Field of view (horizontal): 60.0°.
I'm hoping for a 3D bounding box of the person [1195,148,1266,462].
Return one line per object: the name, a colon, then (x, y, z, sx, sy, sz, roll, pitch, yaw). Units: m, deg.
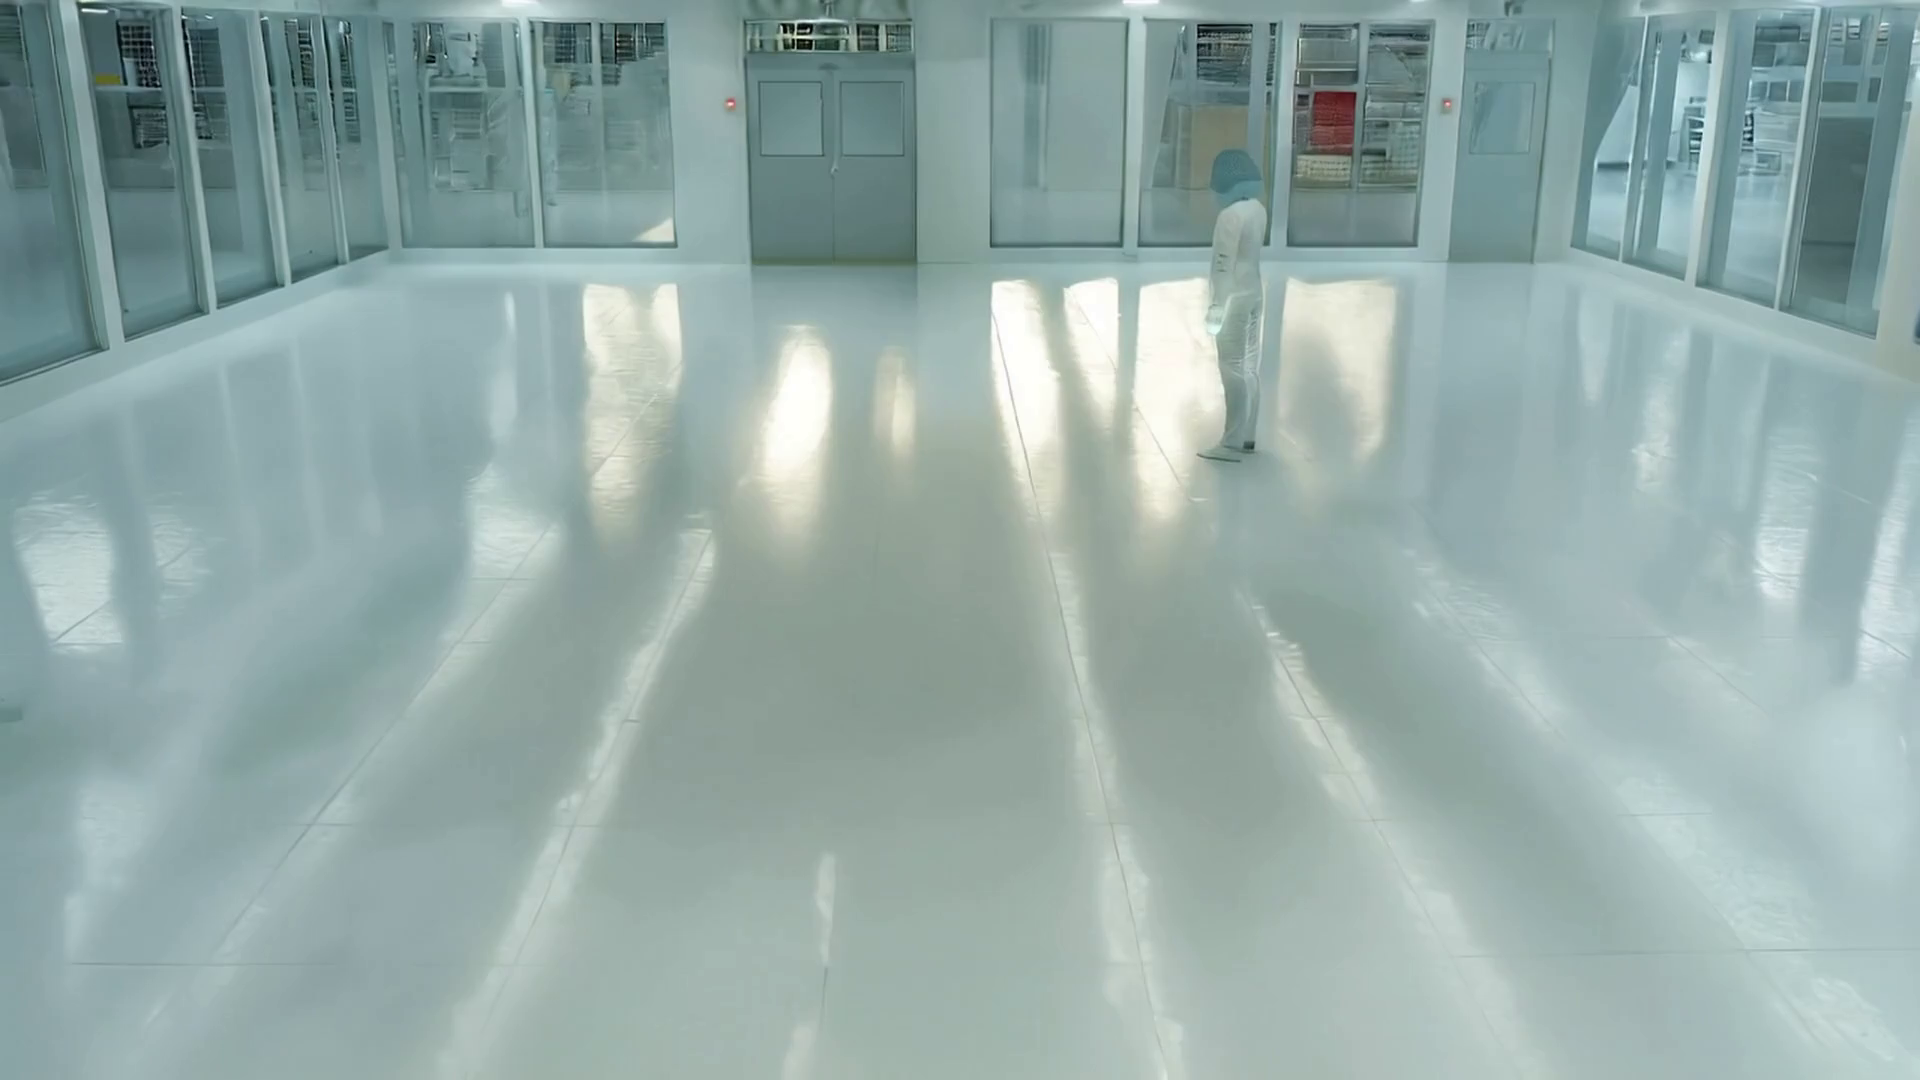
person: (1.438, -1.225, 8.750, 0.278, 1.633, 0.498, 9, 19, 29)
